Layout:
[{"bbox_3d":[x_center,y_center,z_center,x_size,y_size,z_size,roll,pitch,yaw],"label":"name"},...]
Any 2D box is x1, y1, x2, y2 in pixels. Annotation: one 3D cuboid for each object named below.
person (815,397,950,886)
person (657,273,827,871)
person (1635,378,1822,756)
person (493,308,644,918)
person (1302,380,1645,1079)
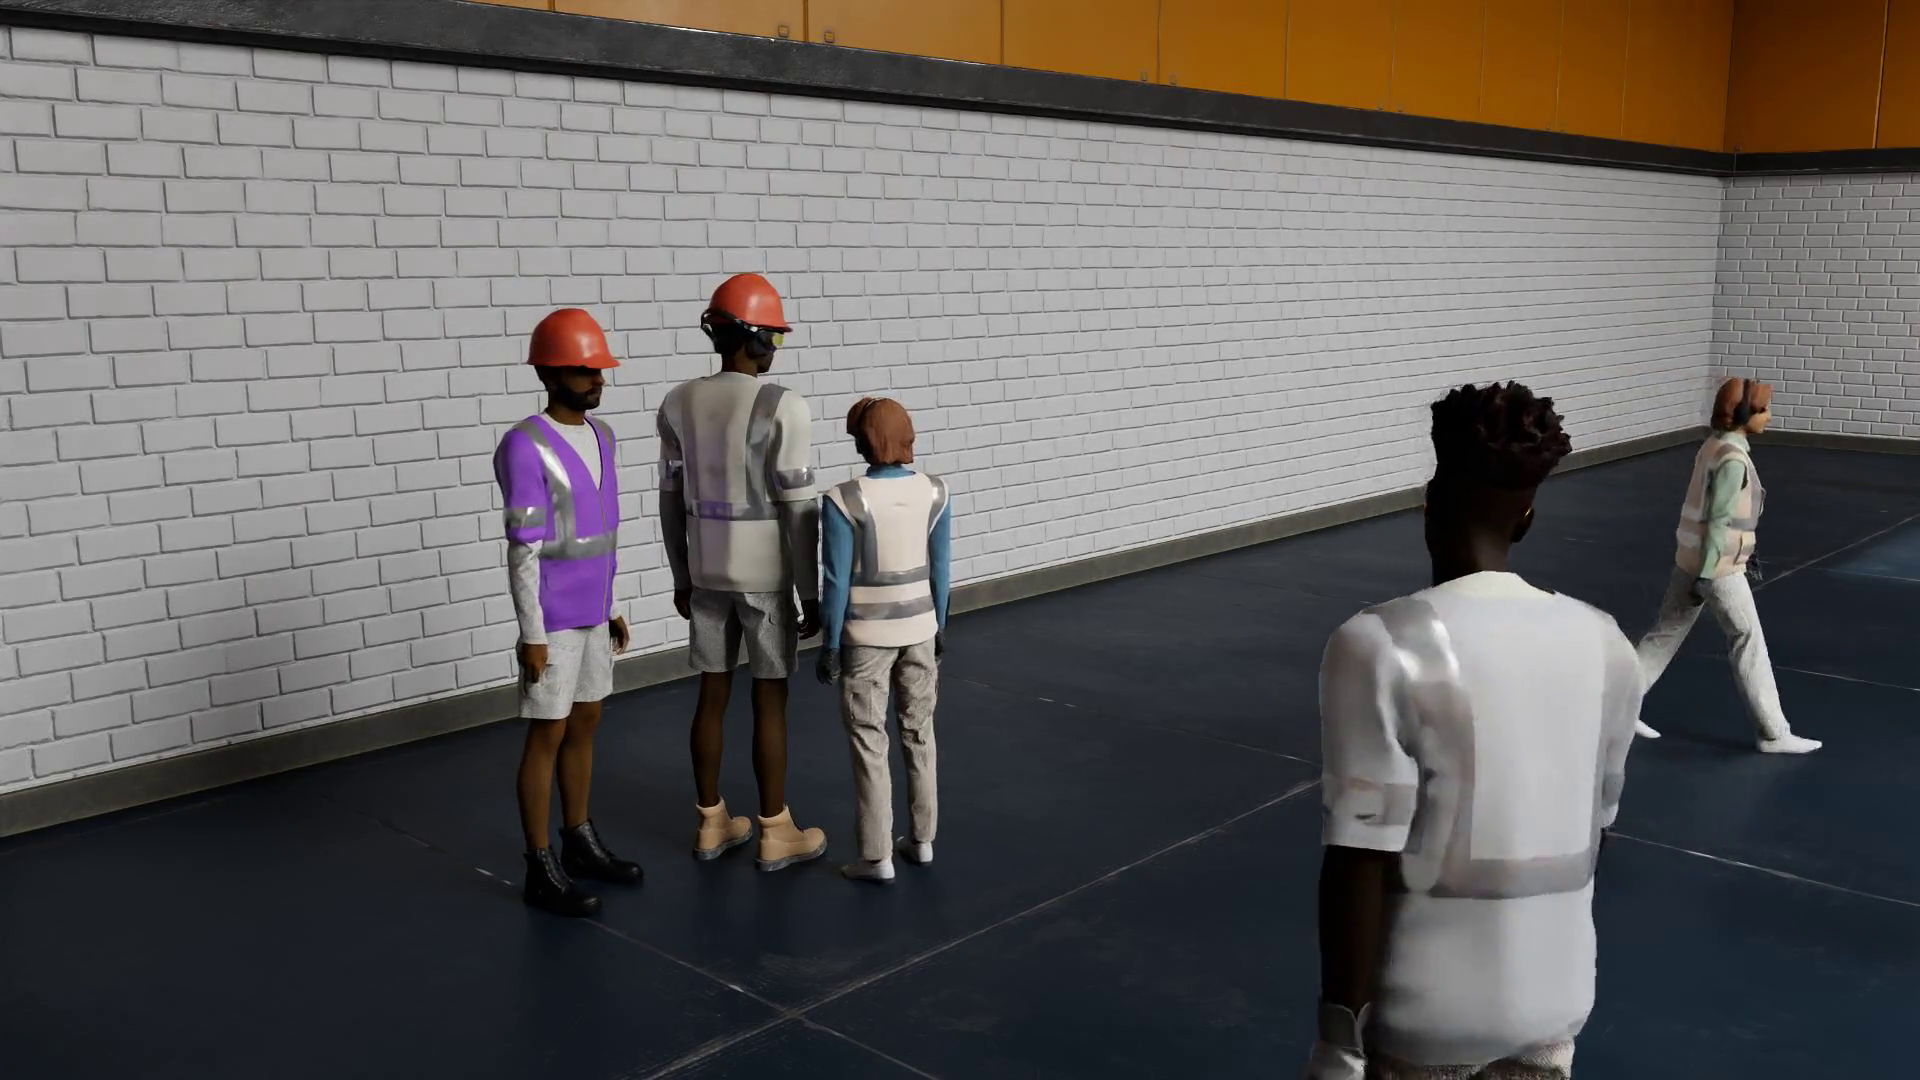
[{"bbox_3d":[-0.245,0.348,5.603,0.528,1.647,0.377,-7,12,-36],"label":"person"},{"bbox_3d":[-0.730,0.112,5.741,0.615,2.039,0.392,5,11,28],"label":"person"},{"bbox_3d":[3.188,0.108,7.046,0.857,1.591,0.516,2,10,12],"label":"person"},{"bbox_3d":[-1.243,0.226,5.387,0.377,1.938,0.547,4,11,20],"label":"person"},{"bbox_3d":[0.794,0.712,2.658,0.660,1.921,0.483,-5,11,-25],"label":"person"}]
